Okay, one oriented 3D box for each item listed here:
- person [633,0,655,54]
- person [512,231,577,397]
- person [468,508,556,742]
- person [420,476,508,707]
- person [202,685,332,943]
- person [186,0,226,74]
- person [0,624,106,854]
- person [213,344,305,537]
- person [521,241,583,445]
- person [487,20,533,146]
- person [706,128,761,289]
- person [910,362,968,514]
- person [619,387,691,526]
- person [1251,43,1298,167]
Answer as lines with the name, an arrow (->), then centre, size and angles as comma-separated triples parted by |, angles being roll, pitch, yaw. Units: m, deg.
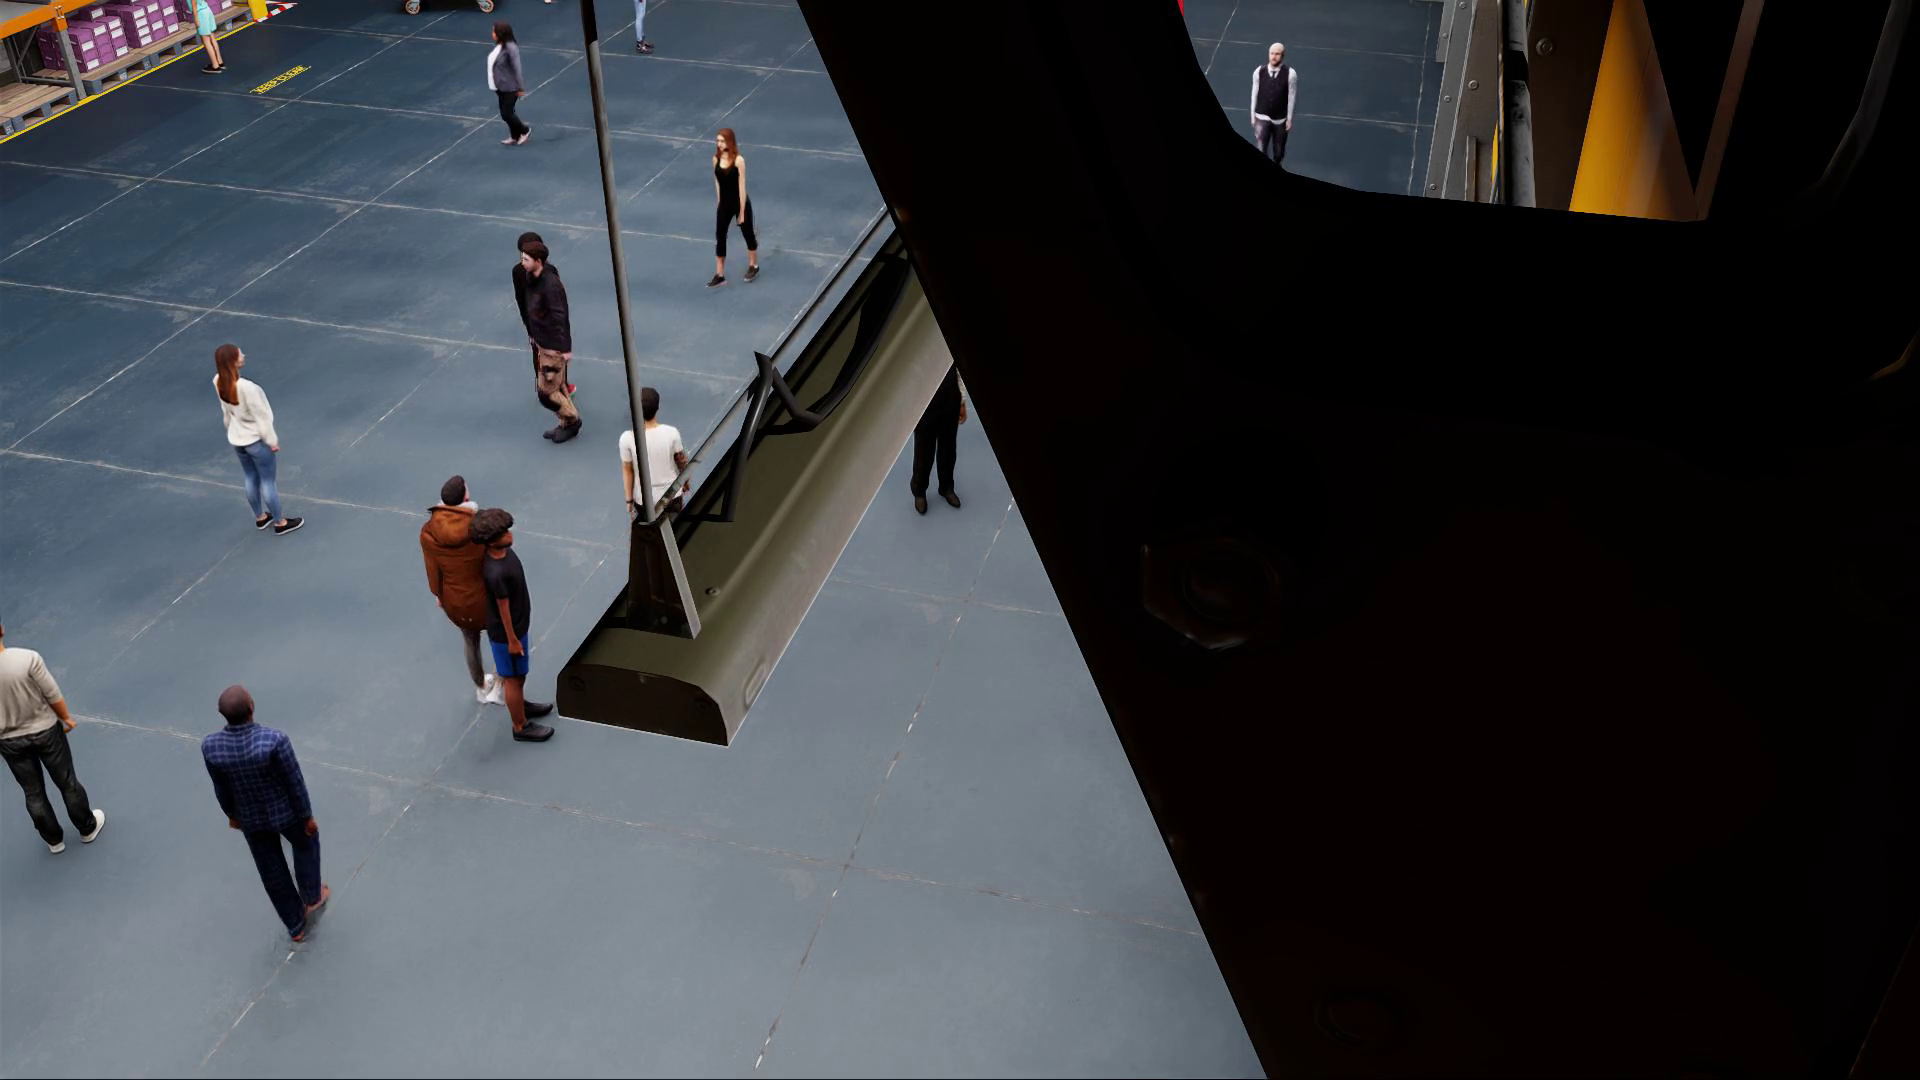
person -> -4.692, -8.011, 24.250 | 0.707, 1.719, 0.569 | -2, 34, -2
person -> -3.846, -2.062, 15.339 | 0.650, 1.675, 0.626 | 0, 34, -1
person -> -3.071, 0.561, 11.281 | 0.748, 1.799, 0.645 | -6, 34, -9
person -> -3.377, 0.435, 11.454 | 0.826, 1.817, 0.918 | -1, 34, -1
person -> -4.024, 1.642, 9.646 | 0.813, 1.808, 0.833 | -5, 34, -7
person -> -10.713, -7.414, 23.496 | 0.653, 1.559, 0.539 | 1, 34, 1
person -> -5.786, 1.189, 10.325 | 0.737, 1.811, 0.762 | -12, 36, -18
person -> -5.725, -0.814, 13.446 | 0.666, 1.692, 0.625 | 17, 37, 24
person -> -3.518, -1.740, 14.640 | 0.879, 1.914, 0.836 | -22, 39, -29
person -> -5.635, -5.751, 20.971 | 0.870, 1.585, 0.819 | -21, 39, -29
person -> -2.310, -3.537, 17.534 | 0.710, 1.701, 0.982 | 14, 36, 20
person -> -0.192, -1.136, 13.727 | 0.784, 1.917, 0.792 | -11, 35, -16
person -> -2.305, -0.323, 12.720 | 1.007, 1.678, 1.183 | -9, 35, -13
person -> 3.696, -4.954, 19.579 | 0.705, 1.798, 1.080 | 10, 35, 15
